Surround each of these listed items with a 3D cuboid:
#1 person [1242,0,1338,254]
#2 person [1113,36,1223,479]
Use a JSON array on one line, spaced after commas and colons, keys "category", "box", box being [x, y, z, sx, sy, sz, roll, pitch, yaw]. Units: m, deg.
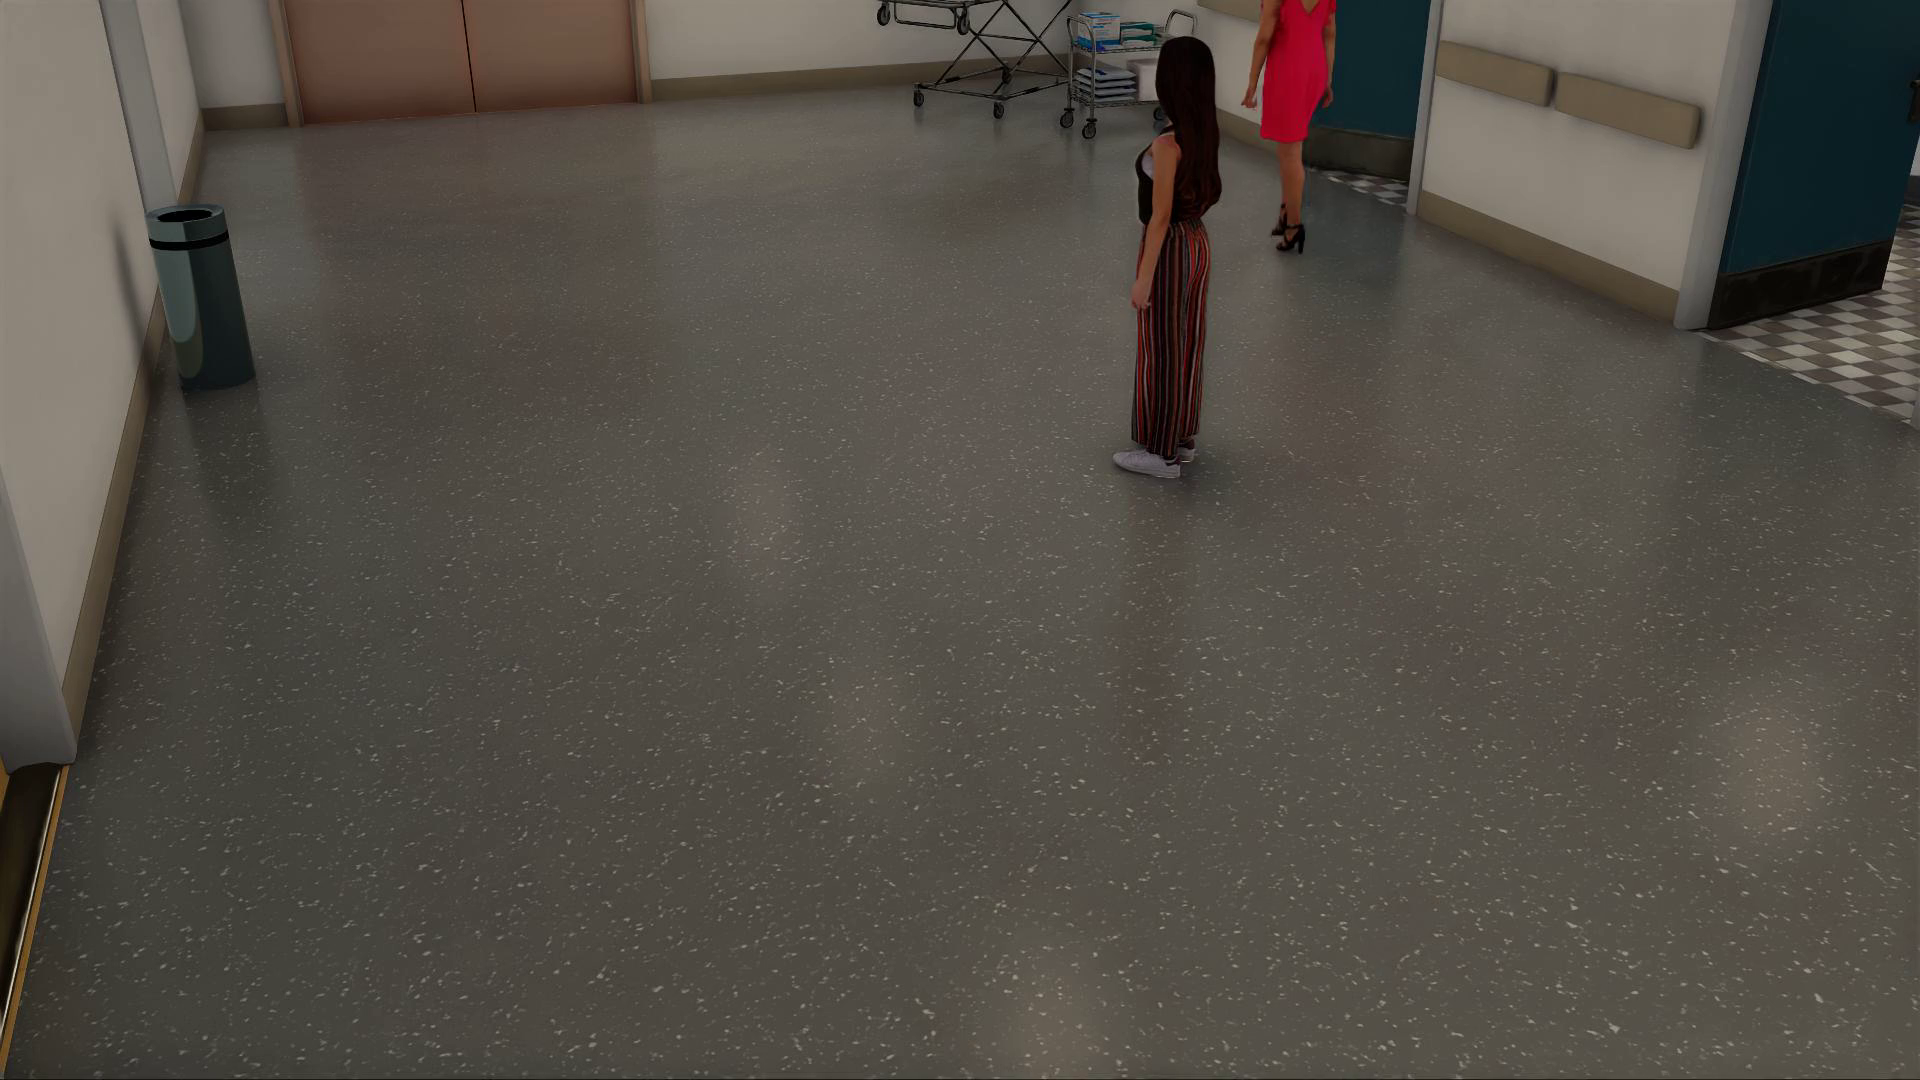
[{"category": "person", "box": [1.751, -2.301, 8.447, 0.615, 1.715, 0.640, -12, 28, -24]}, {"category": "person", "box": [0.759, -0.996, 5.916, 0.688, 1.563, 0.639, 14, 29, 27]}]
